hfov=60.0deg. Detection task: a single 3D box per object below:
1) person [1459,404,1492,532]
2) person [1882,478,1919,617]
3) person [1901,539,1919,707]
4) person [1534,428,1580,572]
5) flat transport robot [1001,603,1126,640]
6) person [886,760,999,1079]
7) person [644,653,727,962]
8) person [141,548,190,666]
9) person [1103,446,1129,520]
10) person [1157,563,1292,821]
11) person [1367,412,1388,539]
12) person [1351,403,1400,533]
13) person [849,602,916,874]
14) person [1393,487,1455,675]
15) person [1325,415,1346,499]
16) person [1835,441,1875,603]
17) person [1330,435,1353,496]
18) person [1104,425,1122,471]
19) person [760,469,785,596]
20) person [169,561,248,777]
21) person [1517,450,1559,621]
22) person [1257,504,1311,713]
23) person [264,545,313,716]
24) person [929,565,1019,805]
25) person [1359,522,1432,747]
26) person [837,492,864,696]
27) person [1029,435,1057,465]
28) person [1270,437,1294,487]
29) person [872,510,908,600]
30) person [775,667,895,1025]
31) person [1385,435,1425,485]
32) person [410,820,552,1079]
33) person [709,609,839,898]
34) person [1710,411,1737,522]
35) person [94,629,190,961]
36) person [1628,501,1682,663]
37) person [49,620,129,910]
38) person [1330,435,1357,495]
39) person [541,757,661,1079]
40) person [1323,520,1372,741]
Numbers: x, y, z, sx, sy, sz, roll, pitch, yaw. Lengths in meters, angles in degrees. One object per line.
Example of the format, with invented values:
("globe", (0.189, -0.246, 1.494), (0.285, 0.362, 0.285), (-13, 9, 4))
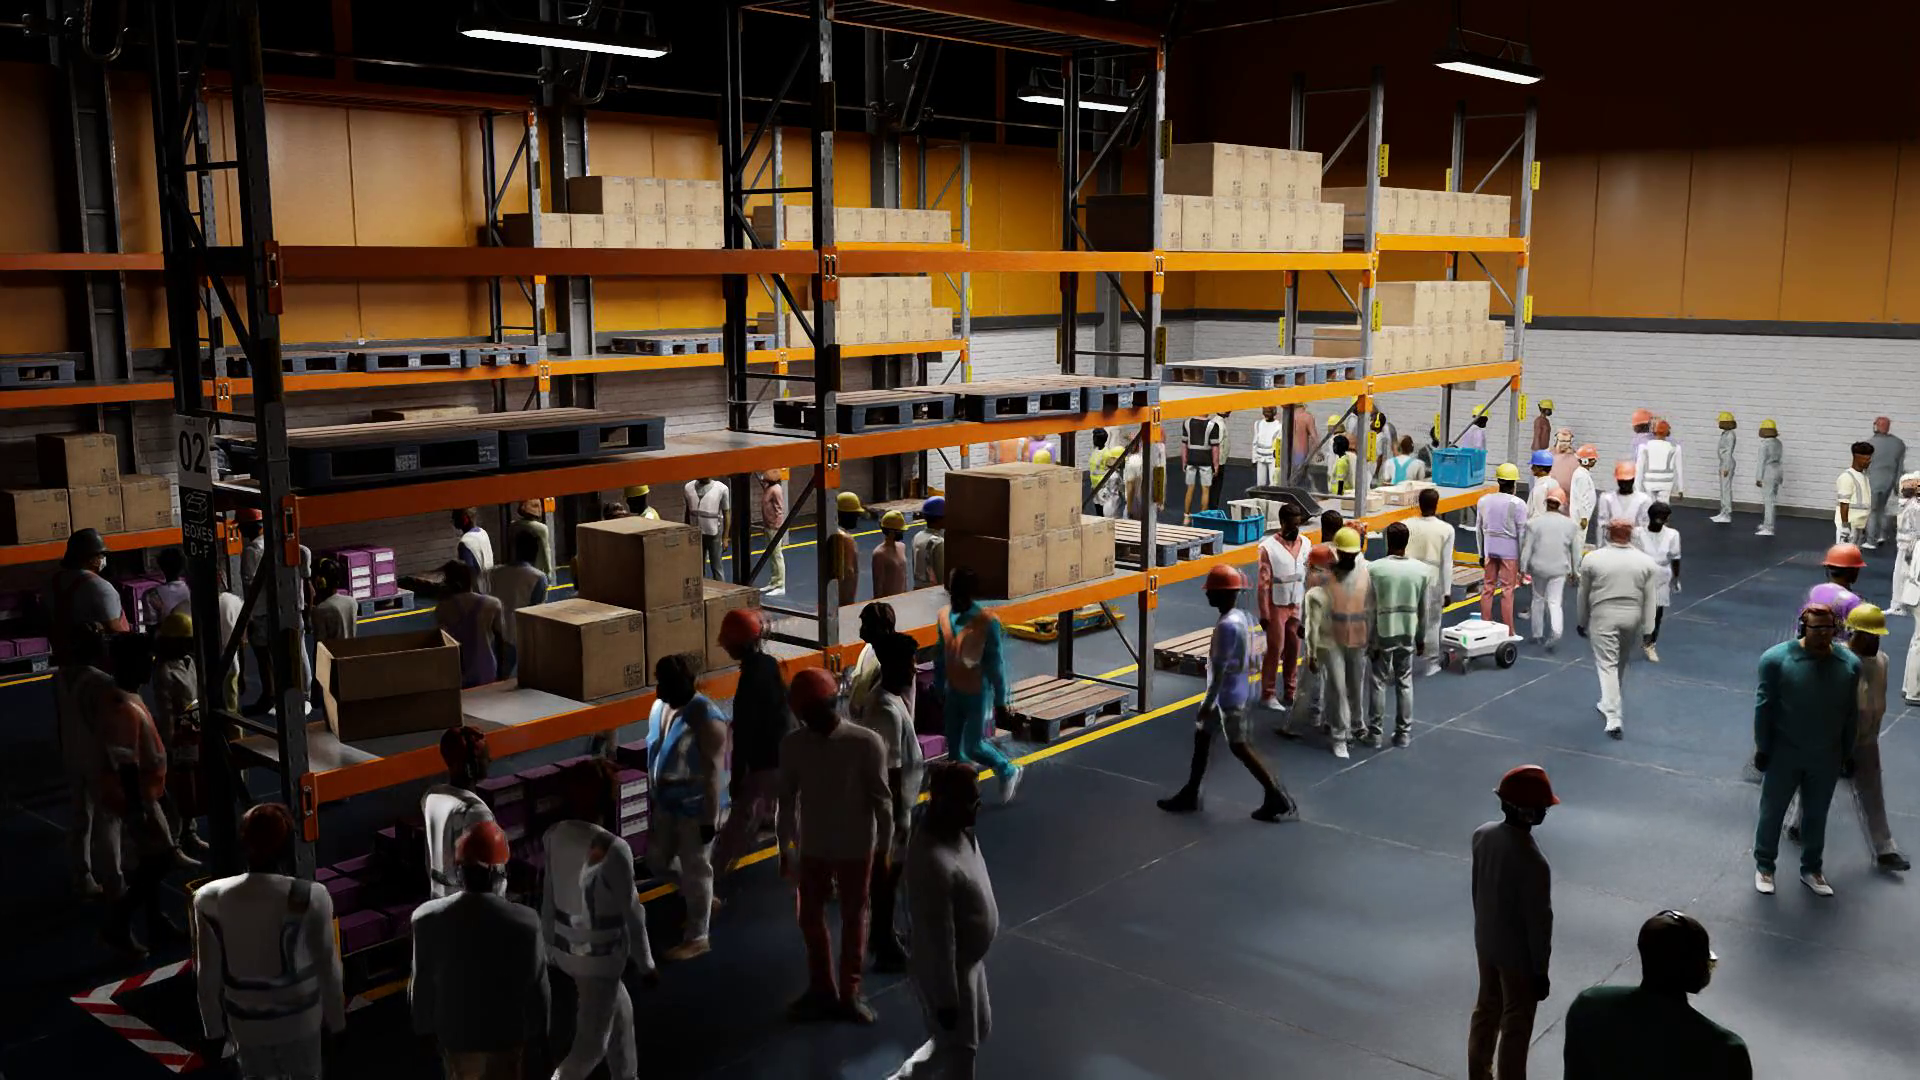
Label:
("person", (7.802, -1.092, 25.149), (0.384, 1.922, 0.594), (0, 10, -2))
("person", (10.850, 0.096, 18.932), (0.539, 1.620, 0.540), (3, 10, 19))
("person", (8.860, 0.611, 15.261), (0.384, 1.836, 0.570), (4, 10, 23))
("person", (7.851, -0.516, 21.788), (0.638, 1.902, 0.407), (1, 10, 4))
("flat transport robot", (1.149, 0.859, 18.431), (0.652, 0.197, 1.431), (9, 13, 42))
("person", (-0.060, 1.890, 7.420), (0.550, 1.893, 0.670), (1, 10, 6))
("person", (-1.600, 1.547, 9.708), (0.630, 1.828, 0.431), (9, 13, 43))
("person", (-6.523, 0.909, 13.883), (0.538, 1.695, 0.320), (-8, 12, -38))
("person", (1.976, -0.328, 21.152), (0.311, 1.737, 0.483), (0, 10, -1))
("person", (1.975, 1.109, 12.115), (0.958, 1.898, 0.545), (1, 10, 7))
("person", (6.115, -0.952, 24.478), (0.328, 1.872, 0.513), (3, 10, 15))
("person", (6.287, -1.162, 25.222), (0.703, 2.000, 0.980), (-1, 10, -6))
("person", (-0.523, 1.312, 11.044), (0.429, 1.841, 0.634), (-4, 10, -23))
("person", (4.483, 0.430, 16.197), (0.596, 1.895, 0.803), (6, 11, 33))
("person", (5.739, -1.051, 25.486), (0.323, 1.736, 0.490), (7, 12, 35))
("person", (10.577, -0.198, 19.696), (0.604, 1.964, 0.367), (-9, 13, -43))
("person", (5.270, -0.607, 22.975), (0.322, 1.690, 0.530), (2, 10, 10))
("person", (2.577, -1.474, 28.297), (0.277, 1.633, 0.507), (7, 12, 36))
("person", (-2.299, -0.138, 20.319), (0.276, 1.633, 0.507), (-4, 10, -23))
("person", (-5.695, 1.057, 12.646), (0.439, 1.825, 0.576), (6, 11, 34))
("person", (6.589, -0.054, 18.883), (0.388, 1.949, 0.602), (6, 11, 32))
("person", (2.932, 0.606, 15.081), (0.597, 1.908, 0.403), (-6, 11, -33))
("person", (-6.049, 0.659, 14.905), (0.509, 1.860, 0.333), (0, 10, 2))
("person", (0.108, 1.094, 12.182), (0.541, 1.897, 0.621), (-9, 13, -42))
("person", (3.637, 0.799, 13.927), (0.600, 1.907, 0.411), (-2, 10, -11))
("person", (-1.085, 0.501, 15.636), (0.381, 1.924, 0.593), (-3, 10, -18))
("person", (1.203, -0.942, 25.120), (0.533, 1.621, 0.477), (5, 11, 28))
("person", (4.244, -0.478, 21.991), (0.338, 1.761, 0.524), (6, 11, 32))
("person", (-0.643, 0.589, 15.631), (0.353, 1.756, 0.522), (5, 11, 28))
("person", (-0.666, 1.628, 8.830), (0.643, 1.963, 0.412), (2, 10, 13))
("person", (5.853, -0.465, 21.782), (0.538, 1.801, 0.932), (6, 11, 34))
("person", (-2.008, 2.033, 7.050), (0.576, 1.733, 0.371), (1, 10, 7))
("person", (-1.274, 1.365, 10.502), (1.084, 1.914, 0.662), (0, 10, 1))
("person", (11.960, -1.144, 26.032), (0.322, 1.736, 0.485), (3, 10, 15))
("person", (-4.784, 1.479, 9.718), (0.506, 1.950, 0.632), (-6, 11, -30))
("person", (7.009, 0.416, 16.874), (0.554, 1.669, 0.386), (0, 10, 2))
("person", (-5.441, 1.412, 10.453), (0.502, 1.840, 0.345), (3, 10, 19))
("person", (5.575, -0.713, 23.925), (0.719, 1.581, 0.524), (-3, 10, -19))
("person", (-1.713, 1.897, 7.539), (0.911, 1.848, 0.560), (-9, 13, -42))
("person", (3.318, 0.764, 14.183), (0.356, 1.887, 0.573), (-8, 12, -39))
